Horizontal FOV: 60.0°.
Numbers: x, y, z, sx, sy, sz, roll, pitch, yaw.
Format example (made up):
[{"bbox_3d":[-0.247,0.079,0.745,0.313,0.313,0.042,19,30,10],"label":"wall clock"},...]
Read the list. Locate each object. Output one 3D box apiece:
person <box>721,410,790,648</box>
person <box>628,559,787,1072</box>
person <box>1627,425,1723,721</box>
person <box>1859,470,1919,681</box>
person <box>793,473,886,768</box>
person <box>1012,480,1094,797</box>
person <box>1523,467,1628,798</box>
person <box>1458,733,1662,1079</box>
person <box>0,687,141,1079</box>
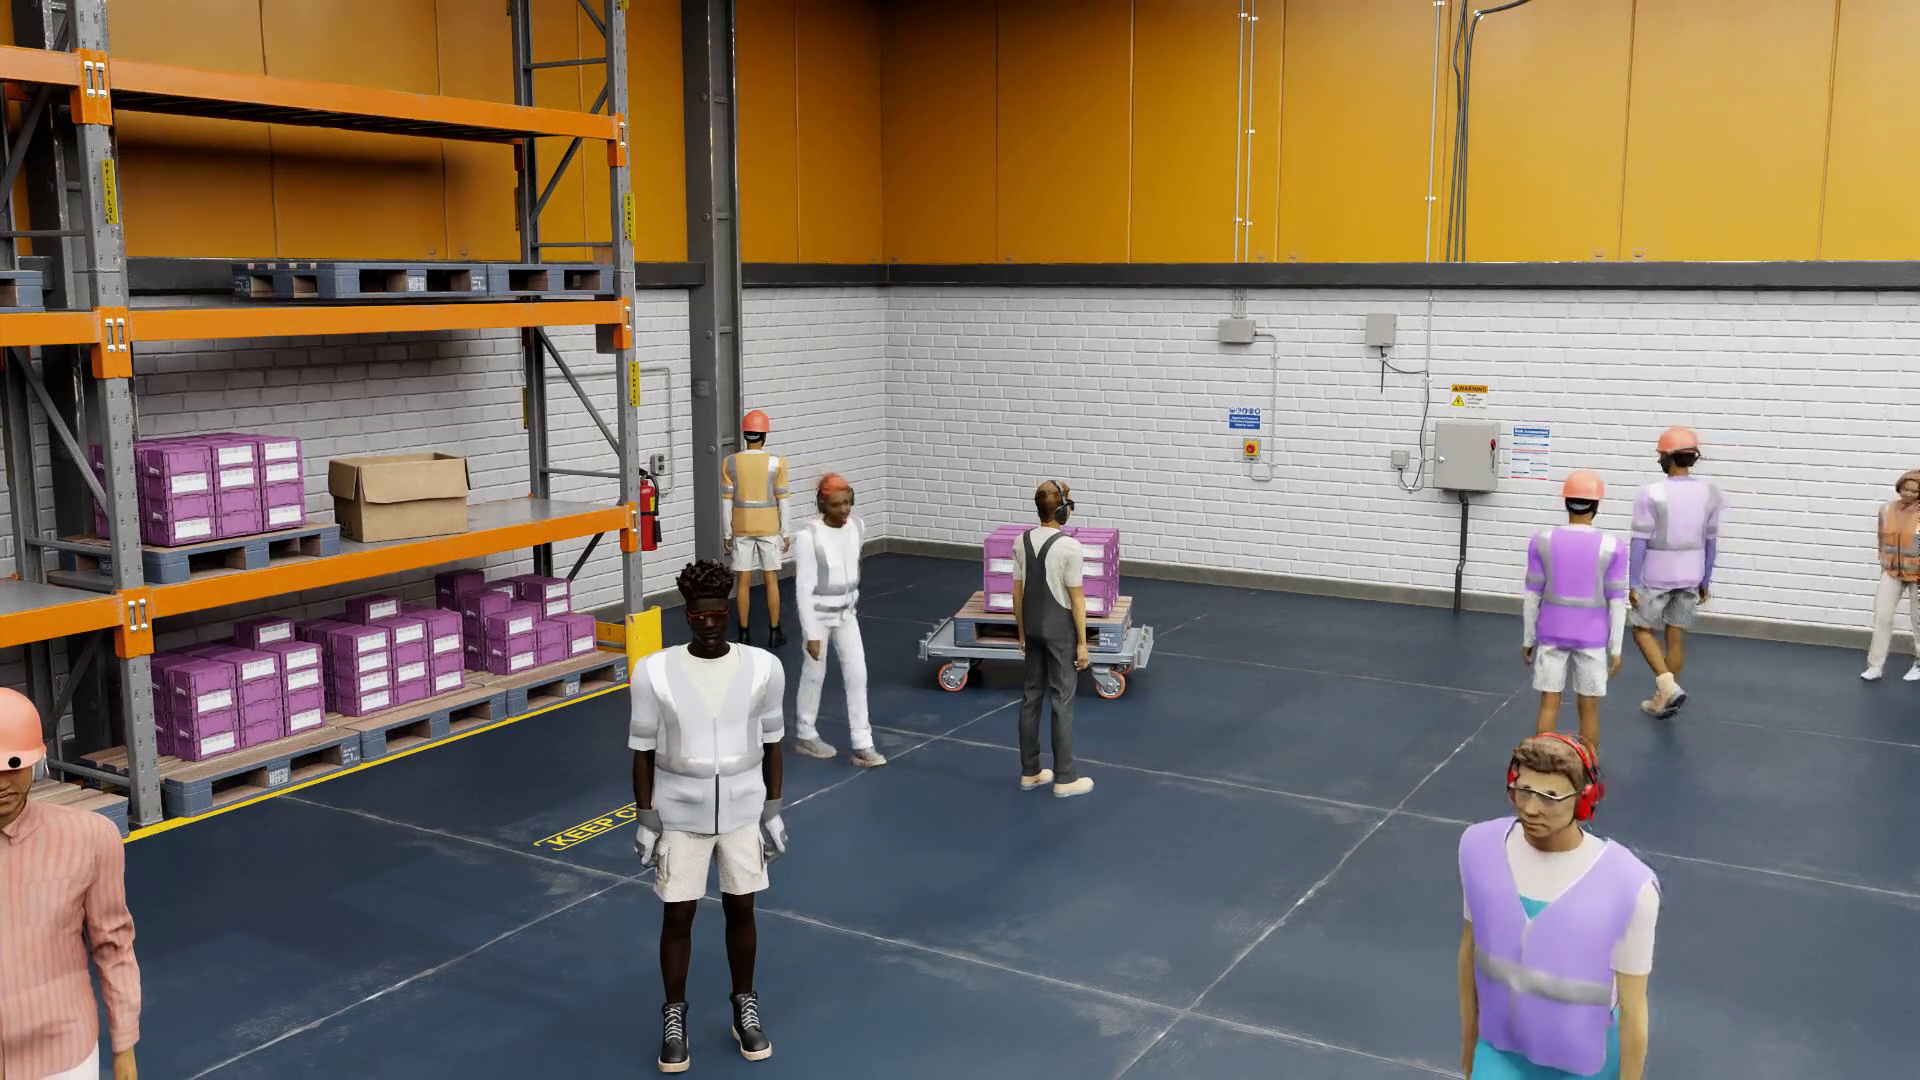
[{"bbox_3d":[-1.650,-0.087,13.487,0.551,1.934,0.373,0,9,-1],"label":"person"},{"bbox_3d":[-0.954,1.039,6.367,0.603,1.966,0.367,-3,10,-18],"label":"person"},{"bbox_3d":[4.775,0.247,11.121,0.611,2.025,0.587,-1,9,-4],"label":"person"},{"bbox_3d":[6.958,0.279,12.237,0.770,1.599,0.534,-6,11,-31],"label":"person"},{"bbox_3d":[-0.759,0.497,10.165,0.856,1.825,0.623,9,13,44],"label":"person"},{"bbox_3d":[0.534,0.569,9.678,0.504,1.847,0.344,8,12,41],"label":"person"},{"bbox_3d":[3.528,0.545,9.551,0.551,1.937,0.370,5,10,27],"label":"person"},{"bbox_3d":[1.585,1.408,4.505,0.578,1.831,0.426,9,13,44],"label":"person"},{"bbox_3d":[-2.481,1.353,4.365,0.617,1.990,0.398,-6,11,-32],"label":"person"}]
